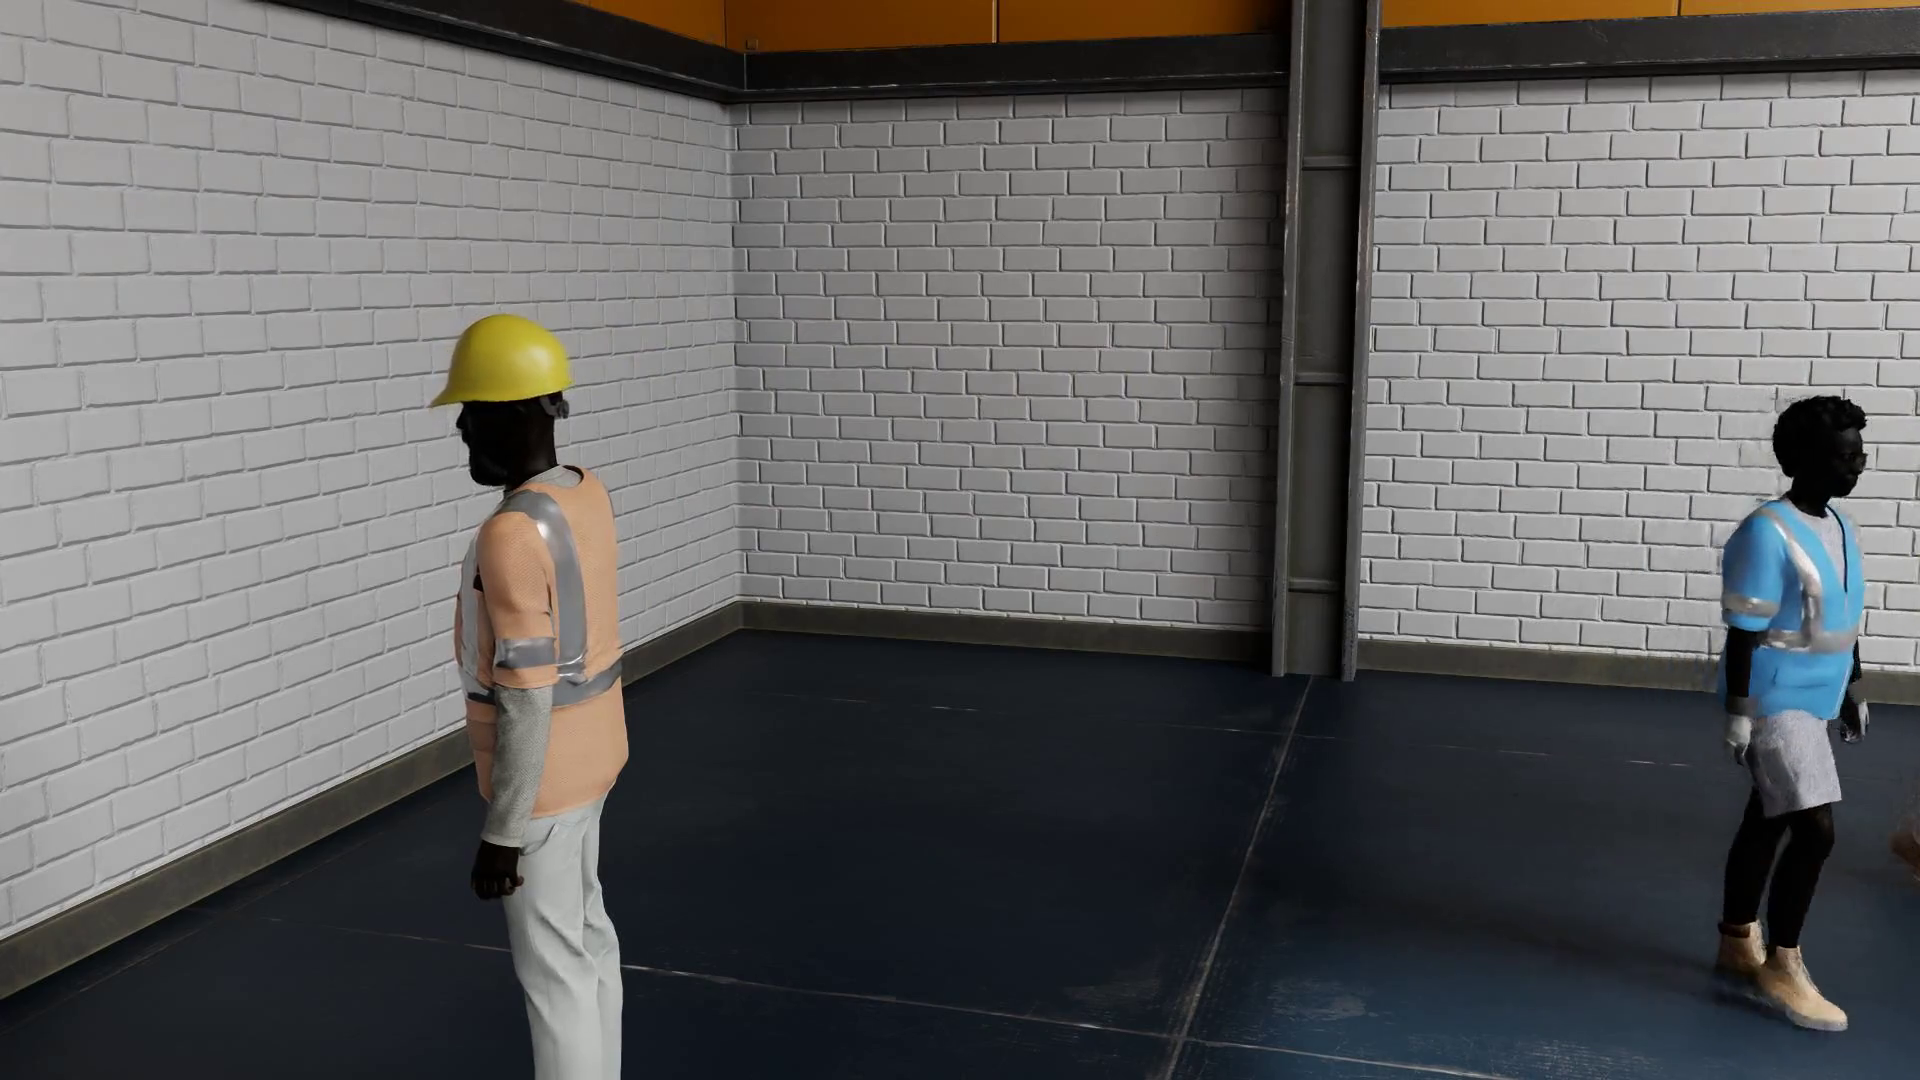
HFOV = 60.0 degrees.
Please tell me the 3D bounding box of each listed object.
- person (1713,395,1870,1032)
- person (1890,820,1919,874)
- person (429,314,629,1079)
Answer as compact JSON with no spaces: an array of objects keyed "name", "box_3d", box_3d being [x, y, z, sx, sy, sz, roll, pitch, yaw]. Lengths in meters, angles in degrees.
[{"name":"person","box_3d":[2.308,0.458,4.448,0.552,1.677,0.565,-8,12,-39]},{"name":"person","box_3d":[3.378,0.313,5.024,0.625,1.807,0.923,-8,12,-39]},{"name":"person","box_3d":[-0.898,0.491,3.533,0.365,1.927,0.587,0,9,0]}]
